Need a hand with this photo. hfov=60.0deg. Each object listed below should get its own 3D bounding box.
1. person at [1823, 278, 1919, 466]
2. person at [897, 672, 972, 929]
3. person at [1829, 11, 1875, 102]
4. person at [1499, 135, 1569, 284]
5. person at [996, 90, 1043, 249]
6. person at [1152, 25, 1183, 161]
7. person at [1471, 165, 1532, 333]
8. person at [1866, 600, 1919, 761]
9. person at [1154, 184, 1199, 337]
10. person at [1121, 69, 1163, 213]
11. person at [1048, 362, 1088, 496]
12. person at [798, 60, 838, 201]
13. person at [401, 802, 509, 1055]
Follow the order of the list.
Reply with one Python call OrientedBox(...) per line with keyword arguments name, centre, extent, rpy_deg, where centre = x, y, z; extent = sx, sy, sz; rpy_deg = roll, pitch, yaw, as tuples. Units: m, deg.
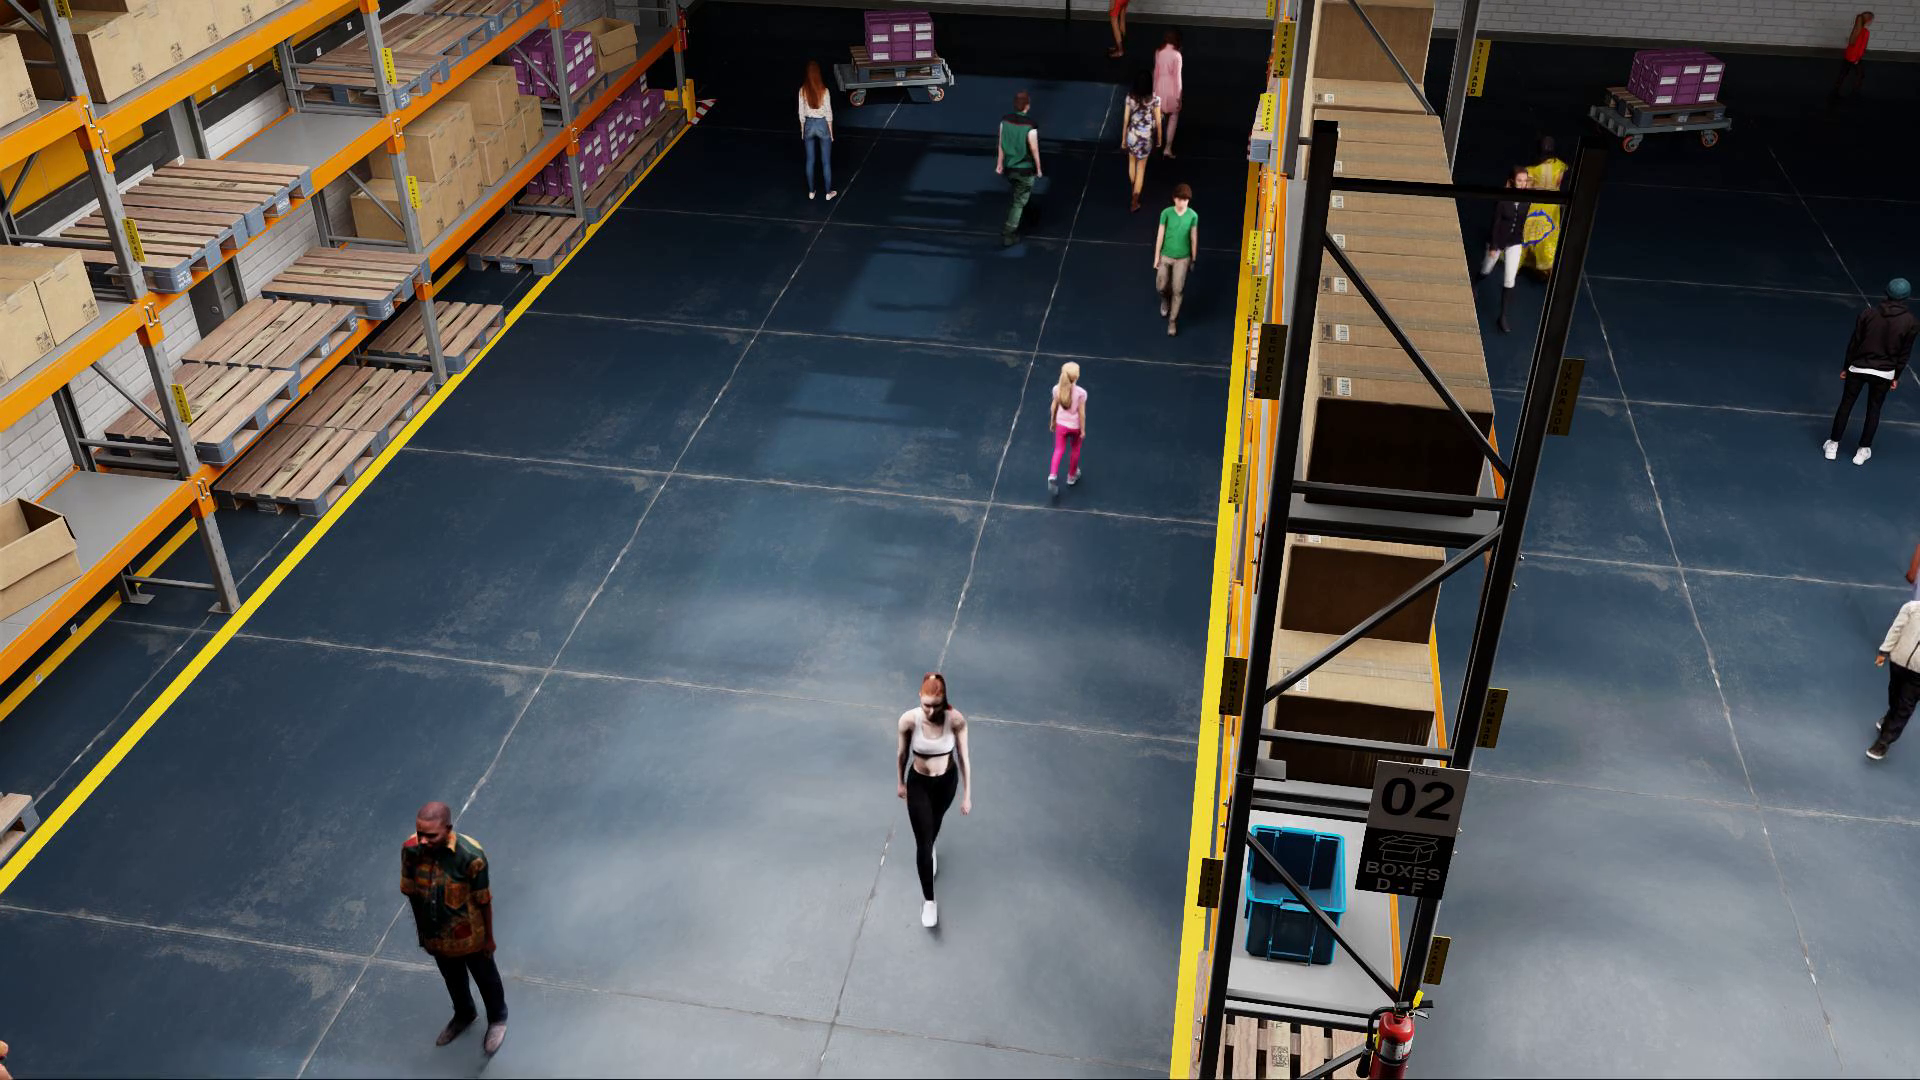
OrientedBox(name="person", centre=(8.341, -1.558, 15.209), extent=(0.737, 1.818, 0.697), rpy_deg=(17, 37, 23))
OrientedBox(name="person", centre=(-0.179, 1.515, 10.680), extent=(0.800, 1.714, 1.122), rpy_deg=(-3, 34, -4))
OrientedBox(name="person", centre=(12.702, -6.889, 23.728), extent=(0.679, 1.266, 0.699), rpy_deg=(-6, 34, -9))
OrientedBox(name="person", centre=(6.480, -3.663, 18.548), extent=(0.911, 1.628, 1.220), rpy_deg=(-2, 34, -4))
OrientedBox(name="person", centre=(0.663, -4.273, 19.322), extent=(1.005, 1.788, 1.225), rpy_deg=(23, 40, 30))
OrientedBox(name="person", centre=(2.616, -5.715, 21.495), extent=(1.082, 1.782, 0.949), rpy_deg=(-29, 43, -36))
OrientedBox(name="person", centre=(5.749, -3.153, 17.724), extent=(0.703, 1.691, 1.223), rpy_deg=(0, 34, 0))
OrientedBox(name="person", centre=(6.873, 0.857, 11.934), extent=(1.013, 1.422, 0.940), rpy_deg=(-24, 40, -31))
OrientedBox(name="person", centre=(2.270, -3.010, 17.554), extent=(0.587, 1.641, 0.771), rpy_deg=(5, 34, 8))
OrientedBox(name="person", centre=(2.169, -4.827, 20.225), extent=(0.701, 1.710, 0.969), rpy_deg=(10, 35, 15))
OrientedBox(name="person", centre=(0.950, -0.995, 14.868), extent=(0.593, 1.257, 0.852), rpy_deg=(13, 36, 19))
OrientedBox(name="person", centre=(-1.770, -5.070, 20.574), extent=(0.571, 1.728, 0.496), rpy_deg=(6, 34, 9))
OrientedBox(name="person", centre=(-2.889, 2.200, 9.565), extent=(0.690, 1.808, 0.643), rpy_deg=(7, 34, 10))
